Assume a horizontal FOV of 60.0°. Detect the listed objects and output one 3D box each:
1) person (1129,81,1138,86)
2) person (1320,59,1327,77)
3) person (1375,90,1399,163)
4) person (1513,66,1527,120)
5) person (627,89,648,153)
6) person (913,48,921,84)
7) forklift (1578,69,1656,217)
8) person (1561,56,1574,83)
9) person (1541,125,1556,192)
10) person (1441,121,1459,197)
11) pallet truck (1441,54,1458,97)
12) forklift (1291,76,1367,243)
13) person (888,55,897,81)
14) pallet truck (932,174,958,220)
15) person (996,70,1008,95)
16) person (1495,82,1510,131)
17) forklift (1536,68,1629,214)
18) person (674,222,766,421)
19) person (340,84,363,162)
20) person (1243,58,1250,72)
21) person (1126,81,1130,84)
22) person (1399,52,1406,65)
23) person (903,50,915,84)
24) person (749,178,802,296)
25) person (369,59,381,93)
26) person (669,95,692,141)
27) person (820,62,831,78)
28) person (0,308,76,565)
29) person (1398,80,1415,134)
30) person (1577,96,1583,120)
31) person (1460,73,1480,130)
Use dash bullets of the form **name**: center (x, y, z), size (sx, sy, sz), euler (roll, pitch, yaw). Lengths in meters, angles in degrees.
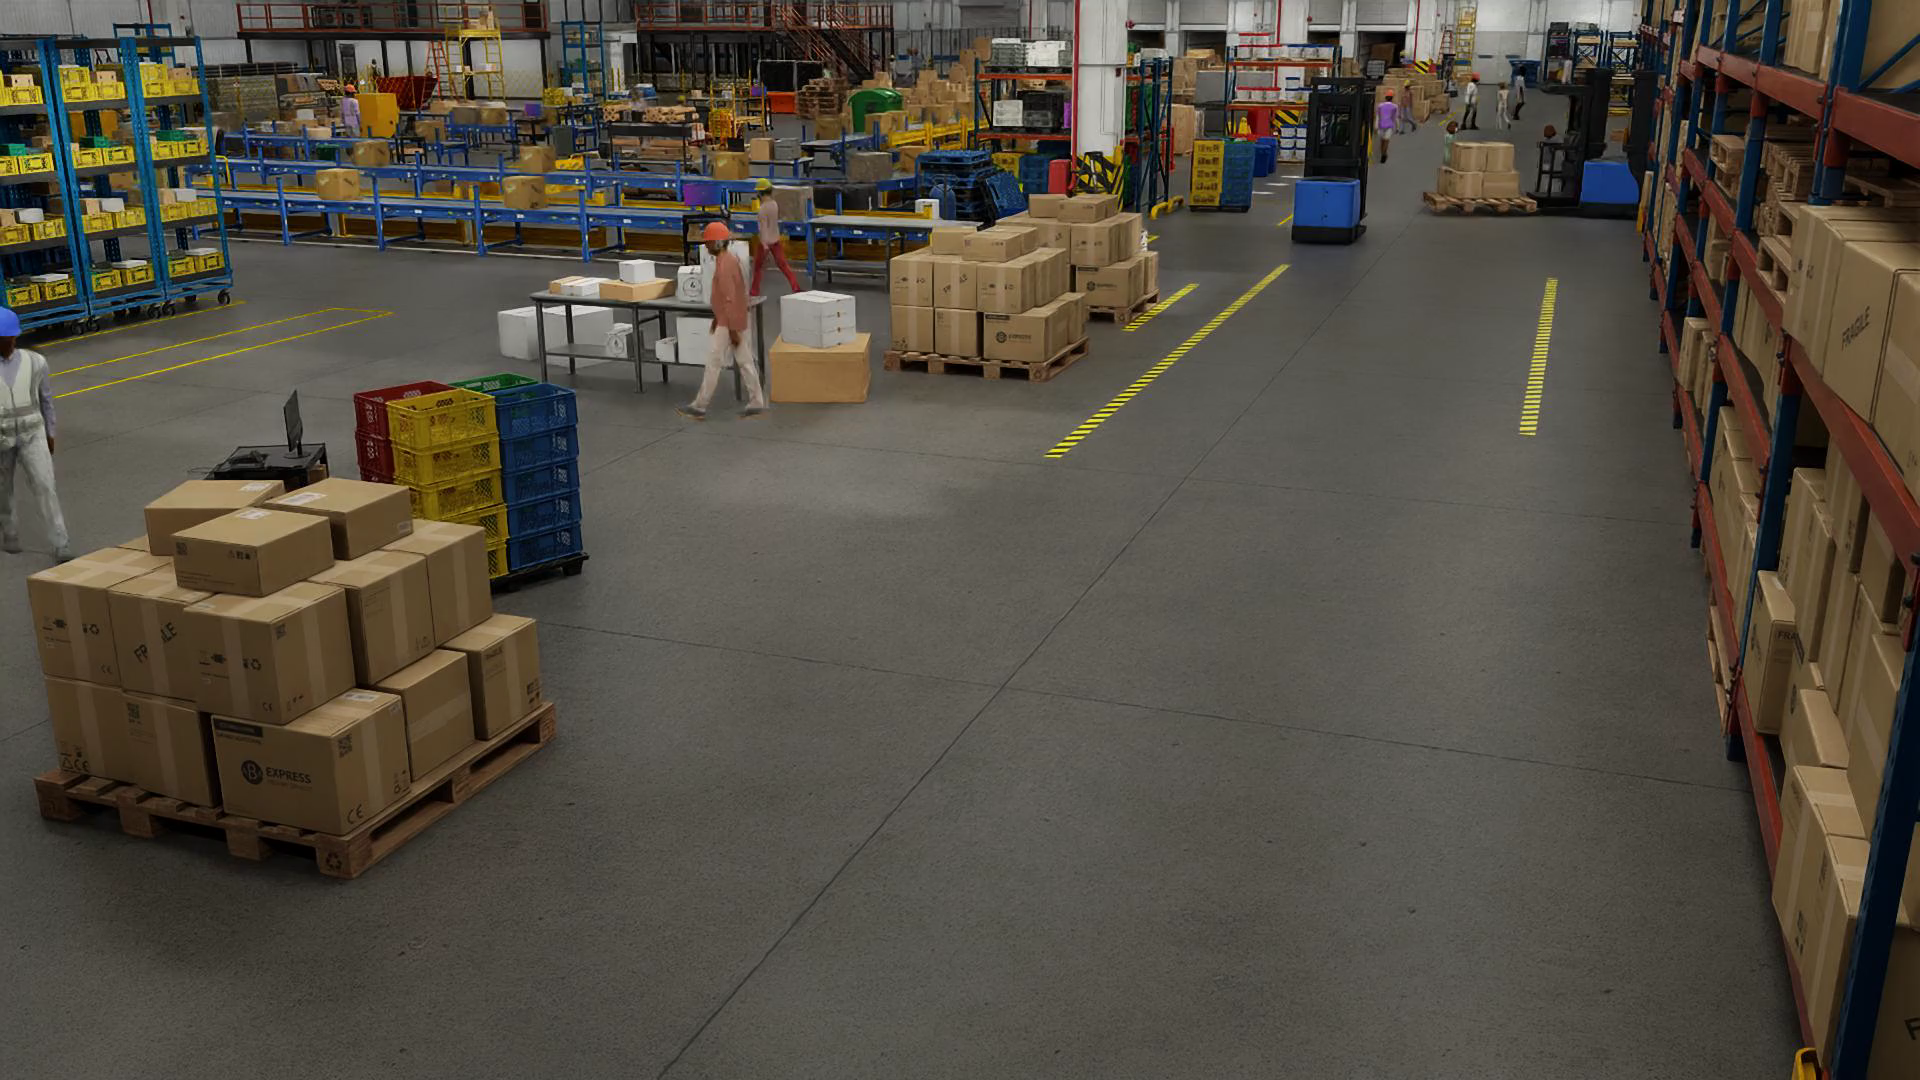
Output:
- **person**: center (6.064, -15.586, 58.672), size (0.366, 1.930, 0.542), euler (-5, 18, -16)
- **person**: center (17.110, -21.828, 78.359), size (0.355, 1.885, 0.575), euler (3, 18, 10)
- **person**: center (11.457, -11.073, 44.567), size (0.570, 1.879, 1.011), euler (8, 19, 24)
- **person**: center (20.839, -16.593, 61.802), size (0.447, 1.944, 0.629), euler (4, 18, 12)
- **person**: center (-8.804, -11.269, 45.179), size (0.677, 1.876, 0.733), euler (8, 19, 23)
- **person**: center (-2.403, -26.176, 91.937), size (0.550, 1.933, 0.374), euler (14, 22, 37)
- **forklift**: center (13.219, -7.740, 32.475), size (1.873, 2.768, 1.129), euler (6, 19, 18)
- **person**: center (29.246, -22.385, 80.140), size (1.020, 1.873, 0.707), euler (-8, 19, -24)
- **person**: center (12.333, -7.893, 34.979), size (0.269, 1.632, 0.509), euler (0, 18, 0)
- **person**: center (10.659, -8.278, 36.191), size (0.284, 1.633, 0.497), euler (13, 22, 35)
- **pallet truck**: center (22.765, -21.886, 78.355), size (0.823, 1.965, 1.885), euler (-4, 18, -14)
- **forklift**: center (6.598, -6.755, 29.381), size (1.129, 2.768, 1.873), euler (6, 19, 19)
- **person**: center (-3.551, -24.599, 87.363), size (0.504, 1.703, 0.898), euler (0, 18, 0)
- **pallet truck**: center (-0.507, -5.292, 27.348), size (0.653, 1.274, 1.630), euler (6, 19, 19)
- **person**: center (1.682, -18.084, 66.642), size (0.503, 1.861, 0.330), euler (1, 18, 2)
- **person**: center (18.300, -14.589, 56.029), size (0.561, 1.613, 0.534), euler (-7, 19, -21)
- **forklift**: center (12.600, -7.947, 33.126), size (1.873, 2.768, 1.129), euler (2, 18, 6)
- **person**: center (-2.388, -2.142, 16.385), size (0.958, 1.949, 0.628), euler (1, 18, 2)
- **person**: center (-16.236, -11.135, 44.501), size (0.613, 2.041, 0.393), euler (8, 20, 25)
- **person**: center (14.691, -24.014, 85.274), size (0.518, 1.856, 0.461), euler (-7, 19, -21)
- **person**: center (9.314, -26.333, 92.432), size (0.543, 1.928, 0.650), euler (5, 18, 15)
- **person**: center (22.772, -24.296, 86.122), size (0.838, 1.883, 0.581), euler (5, 18, 15)
- **person**: center (-2.750, -26.323, 92.564), size (0.951, 1.845, 0.581), euler (13, 22, 34)
- **person**: center (-2.610, -4.146, 23.061), size (0.923, 1.722, 0.519), euler (8, 19, 24)
- **person**: center (-26.459, -20.846, 75.349), size (0.512, 1.843, 0.347), euler (-3, 18, -10)
- **person**: center (-7.355, -10.799, 43.838), size (0.607, 1.806, 0.489), euler (7, 19, 21)
- **person**: center (-5.669, -19.242, 70.262), size (1.008, 1.875, 0.604), euler (15, 23, 39)
- **person**: center (-6.910, -0.755, 12.143), size (0.623, 1.895, 1.019), euler (-14, 23, -38)
- **person**: center (14.816, -14.316, 54.992), size (0.549, 1.749, 0.520), euler (-12, 21, -34)
- **person**: center (19.770, -13.459, 52.487), size (0.539, 1.622, 0.372), euler (16, 24, 41)
- **person**: center (17.483, -14.965, 56.786), size (0.704, 1.889, 0.536), euler (-2, 18, -6)
